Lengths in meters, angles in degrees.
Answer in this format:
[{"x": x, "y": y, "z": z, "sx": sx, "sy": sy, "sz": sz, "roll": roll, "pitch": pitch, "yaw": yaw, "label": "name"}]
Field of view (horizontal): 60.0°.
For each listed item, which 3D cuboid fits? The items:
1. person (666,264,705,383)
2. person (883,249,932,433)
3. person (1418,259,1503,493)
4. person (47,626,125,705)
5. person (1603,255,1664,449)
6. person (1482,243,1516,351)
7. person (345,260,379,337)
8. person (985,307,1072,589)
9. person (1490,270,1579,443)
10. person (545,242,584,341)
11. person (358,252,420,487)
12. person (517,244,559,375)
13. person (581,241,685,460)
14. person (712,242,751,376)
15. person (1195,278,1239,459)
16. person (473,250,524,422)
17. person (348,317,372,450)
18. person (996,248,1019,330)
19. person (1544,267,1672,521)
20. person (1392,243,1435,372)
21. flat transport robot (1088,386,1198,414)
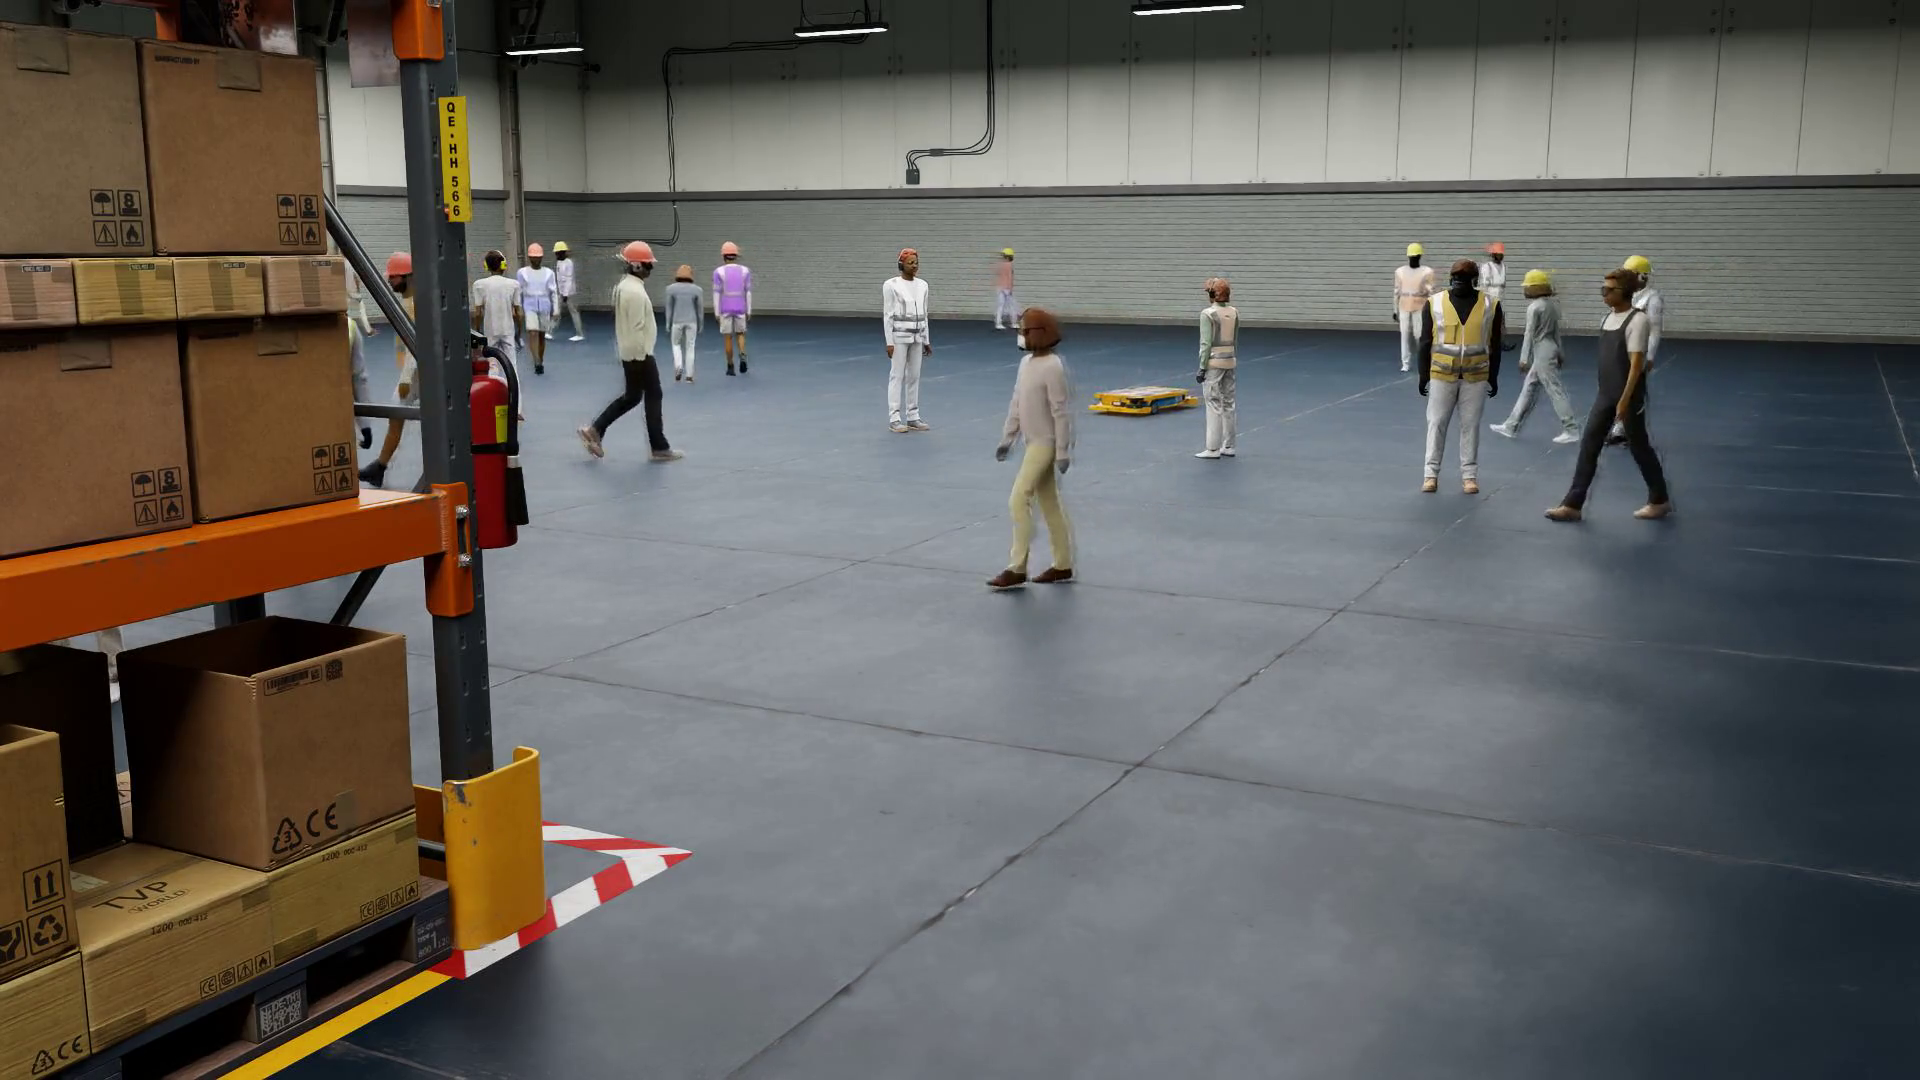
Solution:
[{"x": -3.784, "y": -2.977, "z": 22.909, "sx": 0.537, "sy": 1.619, "sz": 0.344, "roll": -2, "pitch": 11, "yaw": -9, "label": "person"}, {"x": -0.539, "y": -2.054, "z": 17.181, "sx": 0.572, "sy": 1.883, "sz": 0.356, "roll": -9, "pitch": 14, "yaw": -41, "label": "person"}, {"x": 3.925, "y": -1.283, "z": 13.088, "sx": 0.634, "sy": 1.839, "sz": 0.429, "roll": 2, "pitch": 11, "yaw": 12, "label": "person"}, {"x": -3.829, "y": -0.090, "z": 7.136, "sx": 0.515, "sy": 1.638, "sz": 0.315, "roll": 1, "pitch": 10, "yaw": 3, "label": "person"}, {"x": 6.384, "y": -1.779, "z": 15.815, "sx": 0.404, "sy": 1.830, "sz": 0.599, "roll": -3, "pitch": 11, "yaw": -14, "label": "person"}, {"x": 9.414, "y": -4.272, "z": 29.288, "sx": 0.566, "sy": 1.879, "sz": 1.010, "roll": -4, "pitch": 11, "yaw": -20, "label": "person"}, {"x": -11.842, "y": -4.851, "z": 32.583, "sx": 0.557, "sy": 1.821, "sz": 0.940, "roll": 4, "pitch": 11, "yaw": 20, "label": "person"}, {"x": 0.366, "y": -0.521, "z": 9.570, "sx": 0.695, "sy": 1.609, "sz": 0.508, "roll": -2, "pitch": 11, "yaw": -13, "label": "person"}, {"x": 5.714, "y": -1.810, "z": 16.368, "sx": 0.944, "sy": 1.676, "sz": 0.495, "roll": 9, "pitch": 13, "yaw": 39, "label": "person"}, {"x": -7.637, "y": -4.731, "z": 31.754, "sx": 0.945, "sy": 1.880, "sz": 0.617, "roll": -8, "pitch": 13, "yaw": -37, "label": "person"}, {"x": -4.434, "y": -1.357, "z": 13.374, "sx": 1.010, "sy": 1.879, "sz": 0.569, "roll": -5, "pitch": 12, "yaw": -27, "label": "person"}, {"x": -6.132, "y": -3.348, "z": 24.205, "sx": 0.568, "sy": 1.884, "sz": 1.003, "roll": -4, "pitch": 11, "yaw": -20, "label": "person"}, {"x": -2.944, "y": -1.678, "z": 14.877, "sx": 0.835, "sy": 1.973, "sz": 0.614, "roll": -5, "pitch": 11, "yaw": -25, "label": "person"}, {"x": -3.289, "y": -3.324, "z": 23.970, "sx": 0.563, "sy": 1.927, "sz": 0.423, "roll": -5, "pitch": 11, "yaw": -23, "label": "person"}, {"x": 2.340, "y": -1.554, "z": 15.114, "sx": 0.521, "sy": 1.638, "sz": 0.311, "roll": -10, "pitch": 14, "yaw": -43, "label": "person"}, {"x": -4.985, "y": -2.188, "z": 17.979, "sx": 0.514, "sy": 1.859, "sz": 0.327, "roll": -3, "pitch": 11, "yaw": -17, "label": "person"}, {"x": -3.889, "y": -0.718, "z": 10.016, "sx": 0.633, "sy": 1.842, "sz": 0.429, "roll": -6, "pitch": 12, "yaw": -29, "label": "person"}, {"x": 1.086, "y": -5.392, "z": 35.743, "sx": 0.752, "sy": 1.733, "sz": 0.555, "roll": -5, "pitch": 12, "yaw": -27, "label": "person"}, {"x": 4.679, "y": -1.016, "z": 11.763, "sx": 0.958, "sy": 1.805, "sz": 0.535, "roll": -3, "pitch": 11, "yaw": -16, "label": "person"}, {"x": 6.783, "y": -3.477, "z": 24.865, "sx": 0.592, "sy": 1.910, "sz": 0.611, "roll": 6, "pitch": 12, "yaw": 29, "label": "person"}, {"x": 2.131, "y": -1.626, "z": 19.240, "sx": 0.652, "sy": 0.197, "sz": 1.431, "roll": 7, "pitch": 13, "yaw": 35, "label": "flat transport robot"}]
